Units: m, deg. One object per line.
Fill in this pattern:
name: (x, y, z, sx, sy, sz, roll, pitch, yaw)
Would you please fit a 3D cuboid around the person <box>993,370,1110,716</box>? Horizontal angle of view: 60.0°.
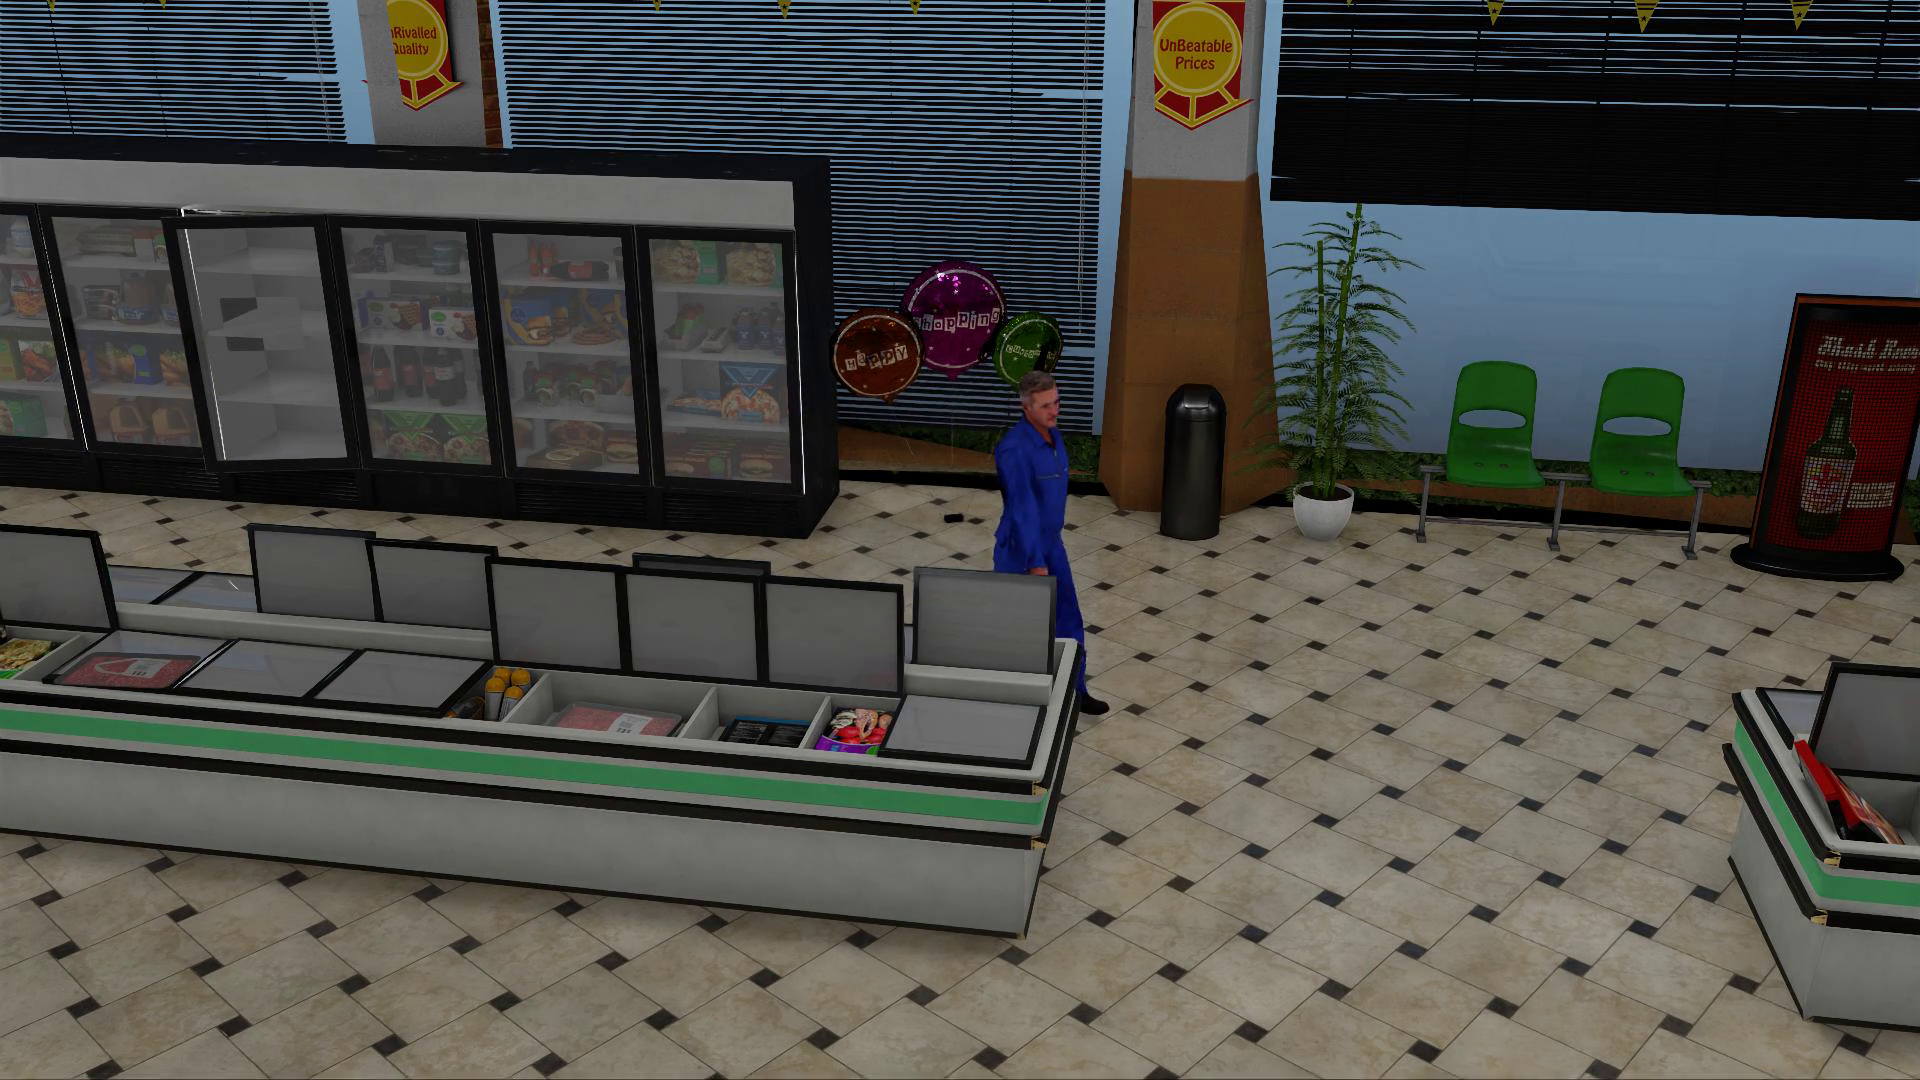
person: (0.248, 0.032, 8.283, 1.336, 1.776, 1.038, 13, 25, 30)
